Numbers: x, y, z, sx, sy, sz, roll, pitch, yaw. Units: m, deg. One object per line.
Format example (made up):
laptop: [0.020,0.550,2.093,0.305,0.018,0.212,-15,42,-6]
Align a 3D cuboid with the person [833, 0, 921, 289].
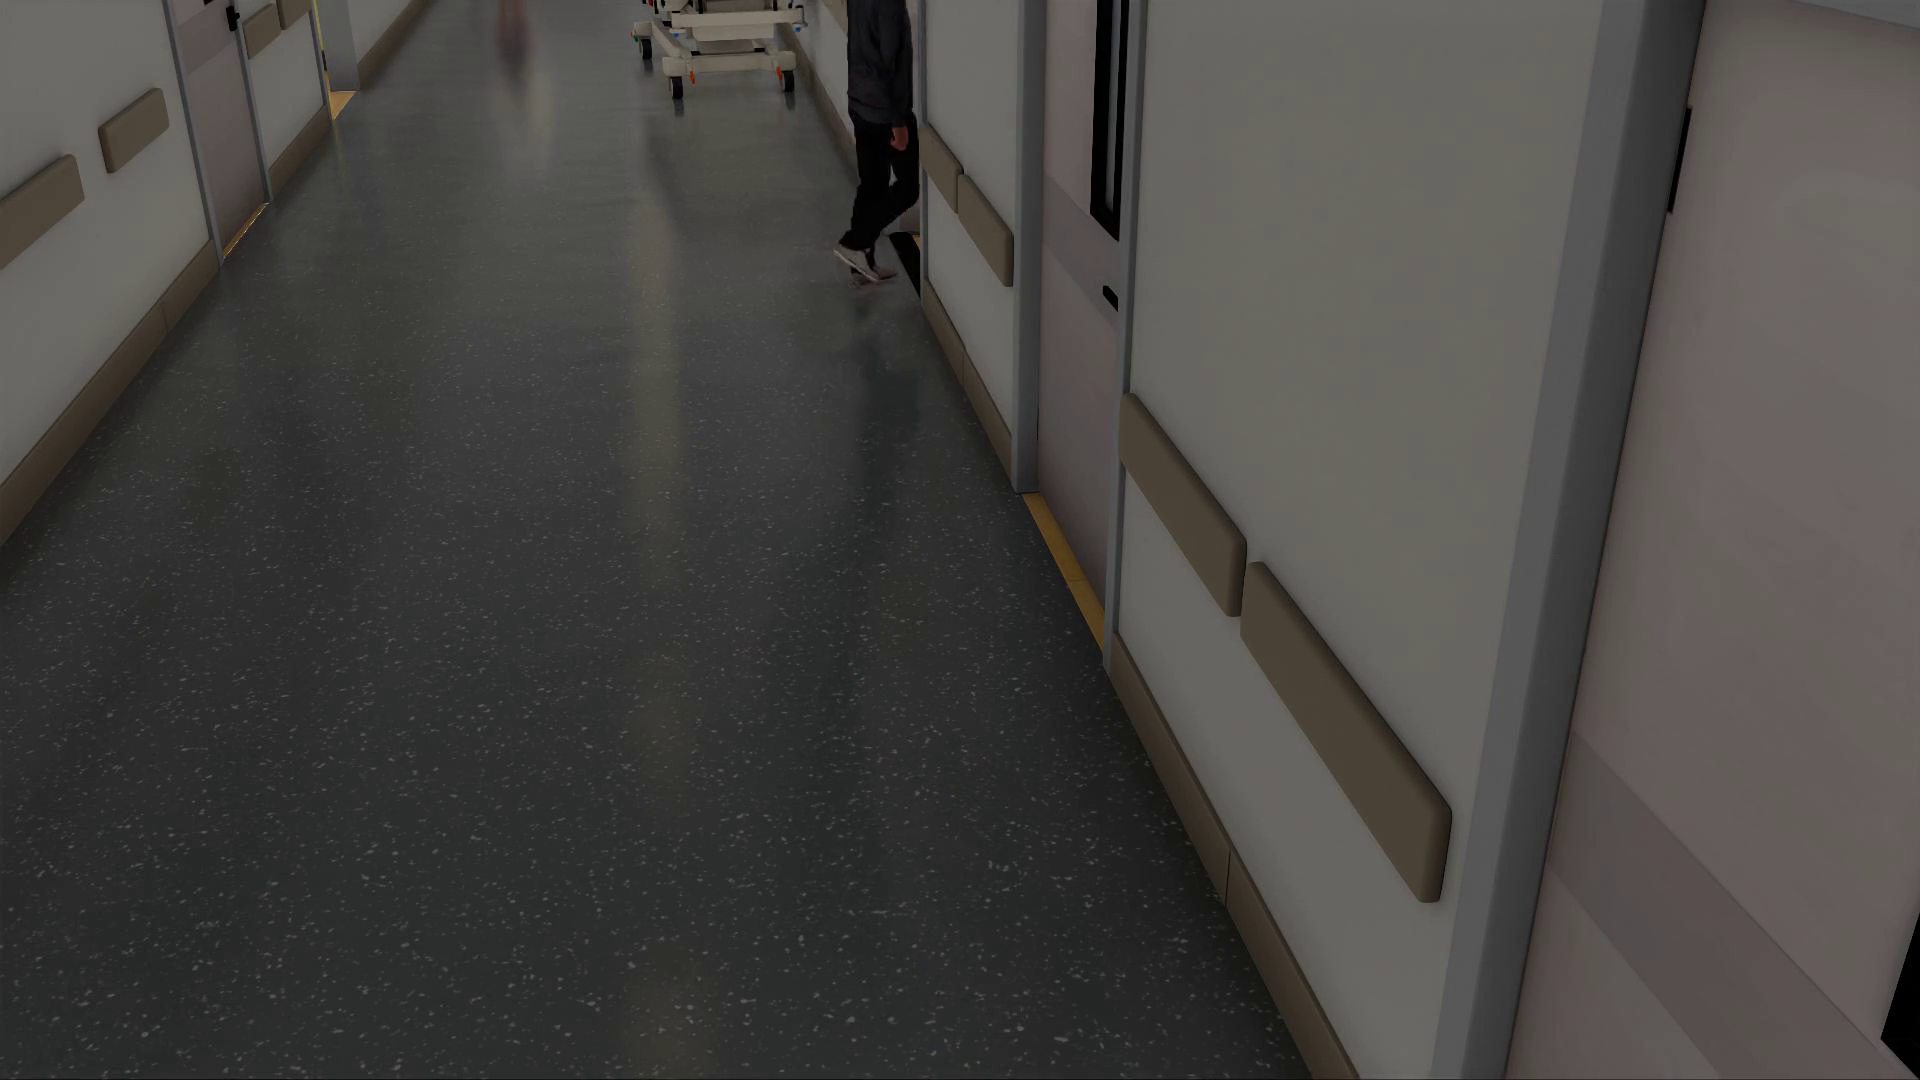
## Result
person: [-0.421,-1.996,7.777,0.844,1.751,0.809,-18,31,-32]
